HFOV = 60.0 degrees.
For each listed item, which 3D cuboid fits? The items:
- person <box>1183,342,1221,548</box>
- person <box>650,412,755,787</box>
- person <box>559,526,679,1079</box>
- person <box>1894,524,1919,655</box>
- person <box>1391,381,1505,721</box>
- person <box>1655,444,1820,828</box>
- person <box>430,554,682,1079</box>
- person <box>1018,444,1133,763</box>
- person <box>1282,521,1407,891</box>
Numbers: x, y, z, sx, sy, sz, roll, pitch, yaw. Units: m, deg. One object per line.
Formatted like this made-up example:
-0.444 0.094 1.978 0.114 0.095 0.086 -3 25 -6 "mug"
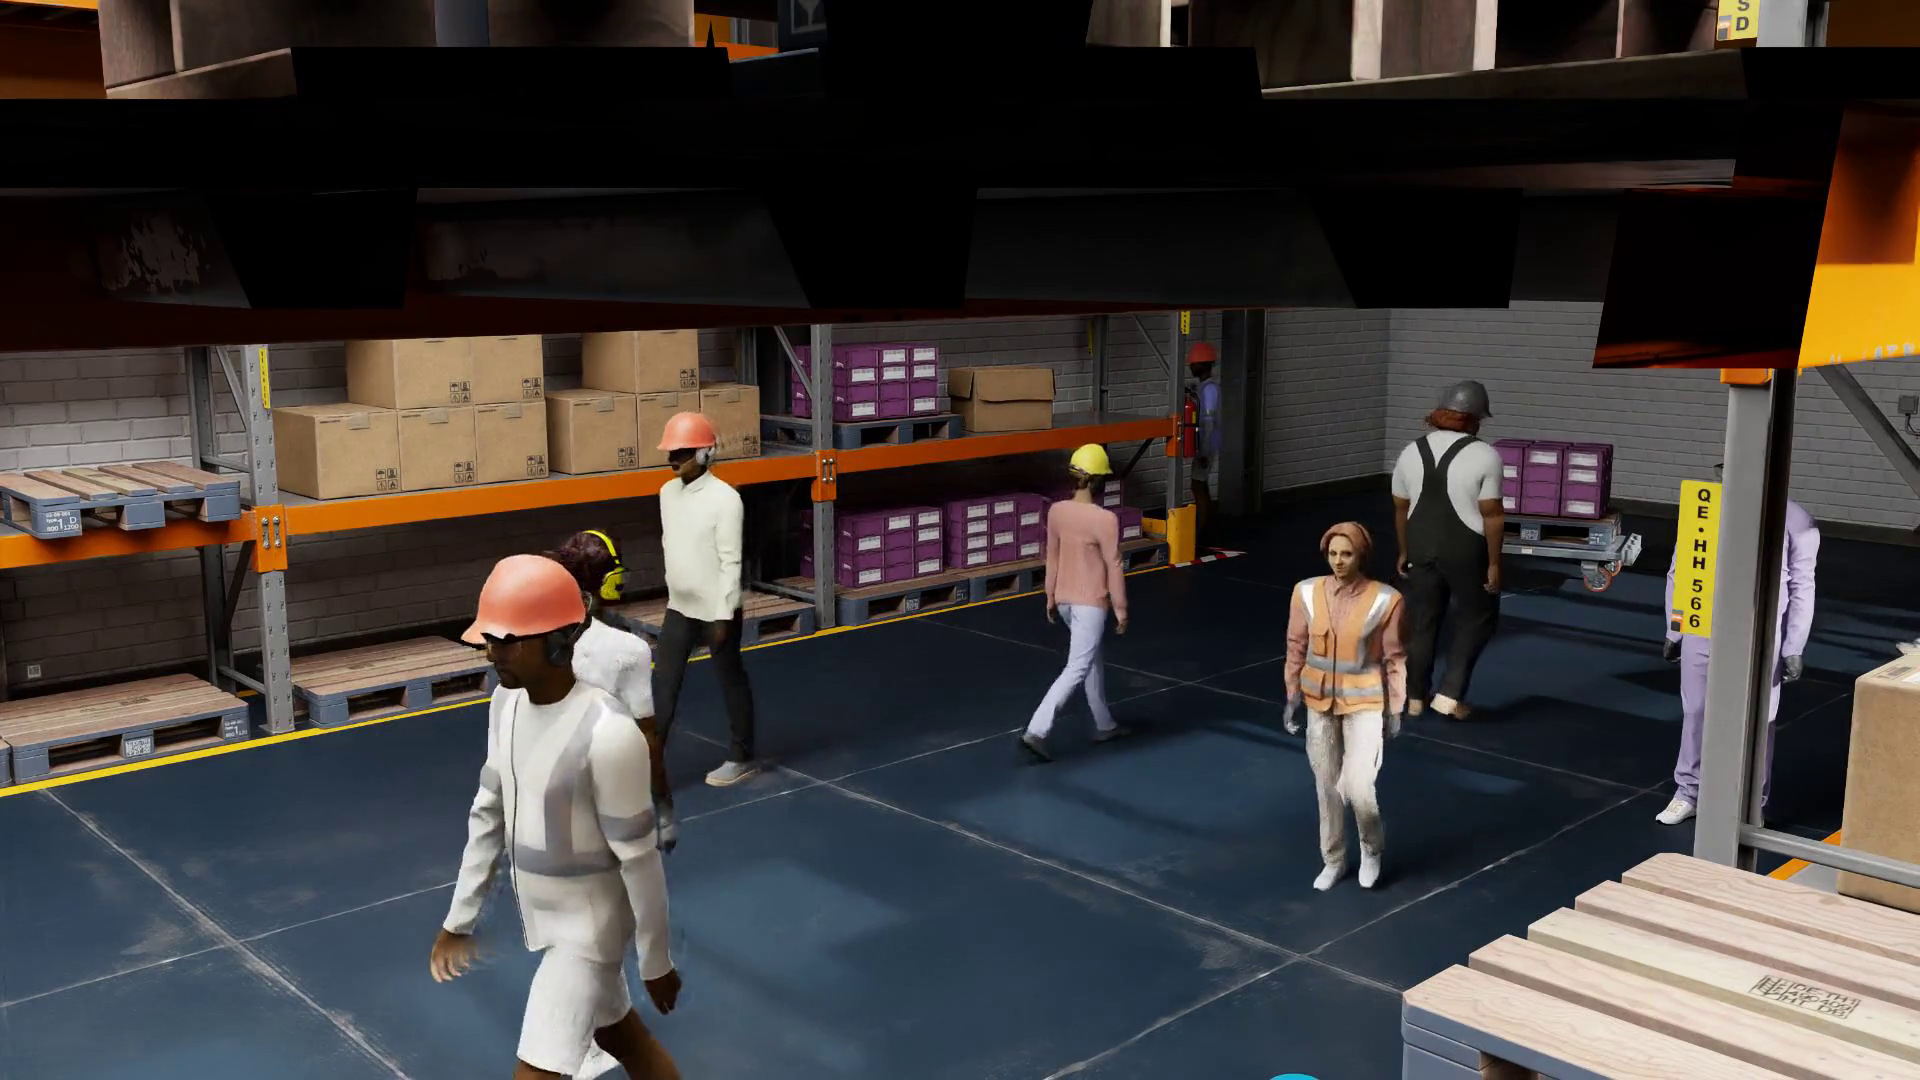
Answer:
2.253 -0.888 15.655 0.390 1.934 0.551 1 10 5 "person"
-1.398 0.347 8.350 0.647 1.950 0.961 8 12 38 "person"
-1.202 0.868 5.616 0.550 1.848 0.580 4 10 21 "person"
6.817 -0.053 11.126 1.012 1.816 0.604 -1 10 -3 "person"
2.886 0.059 9.794 0.535 2.000 0.760 -9 13 -42 "person"
3.633 0.463 7.827 0.651 1.904 0.401 9 13 42 "person"
-1.053 1.012 4.401 1.071 1.988 0.606 -7 12 -37 "person"
0.645 0.336 9.089 0.872 1.729 0.536 -7 12 -36 "person"
1.635 0.725 7.120 0.511 1.628 0.369 7 12 34 "person"
